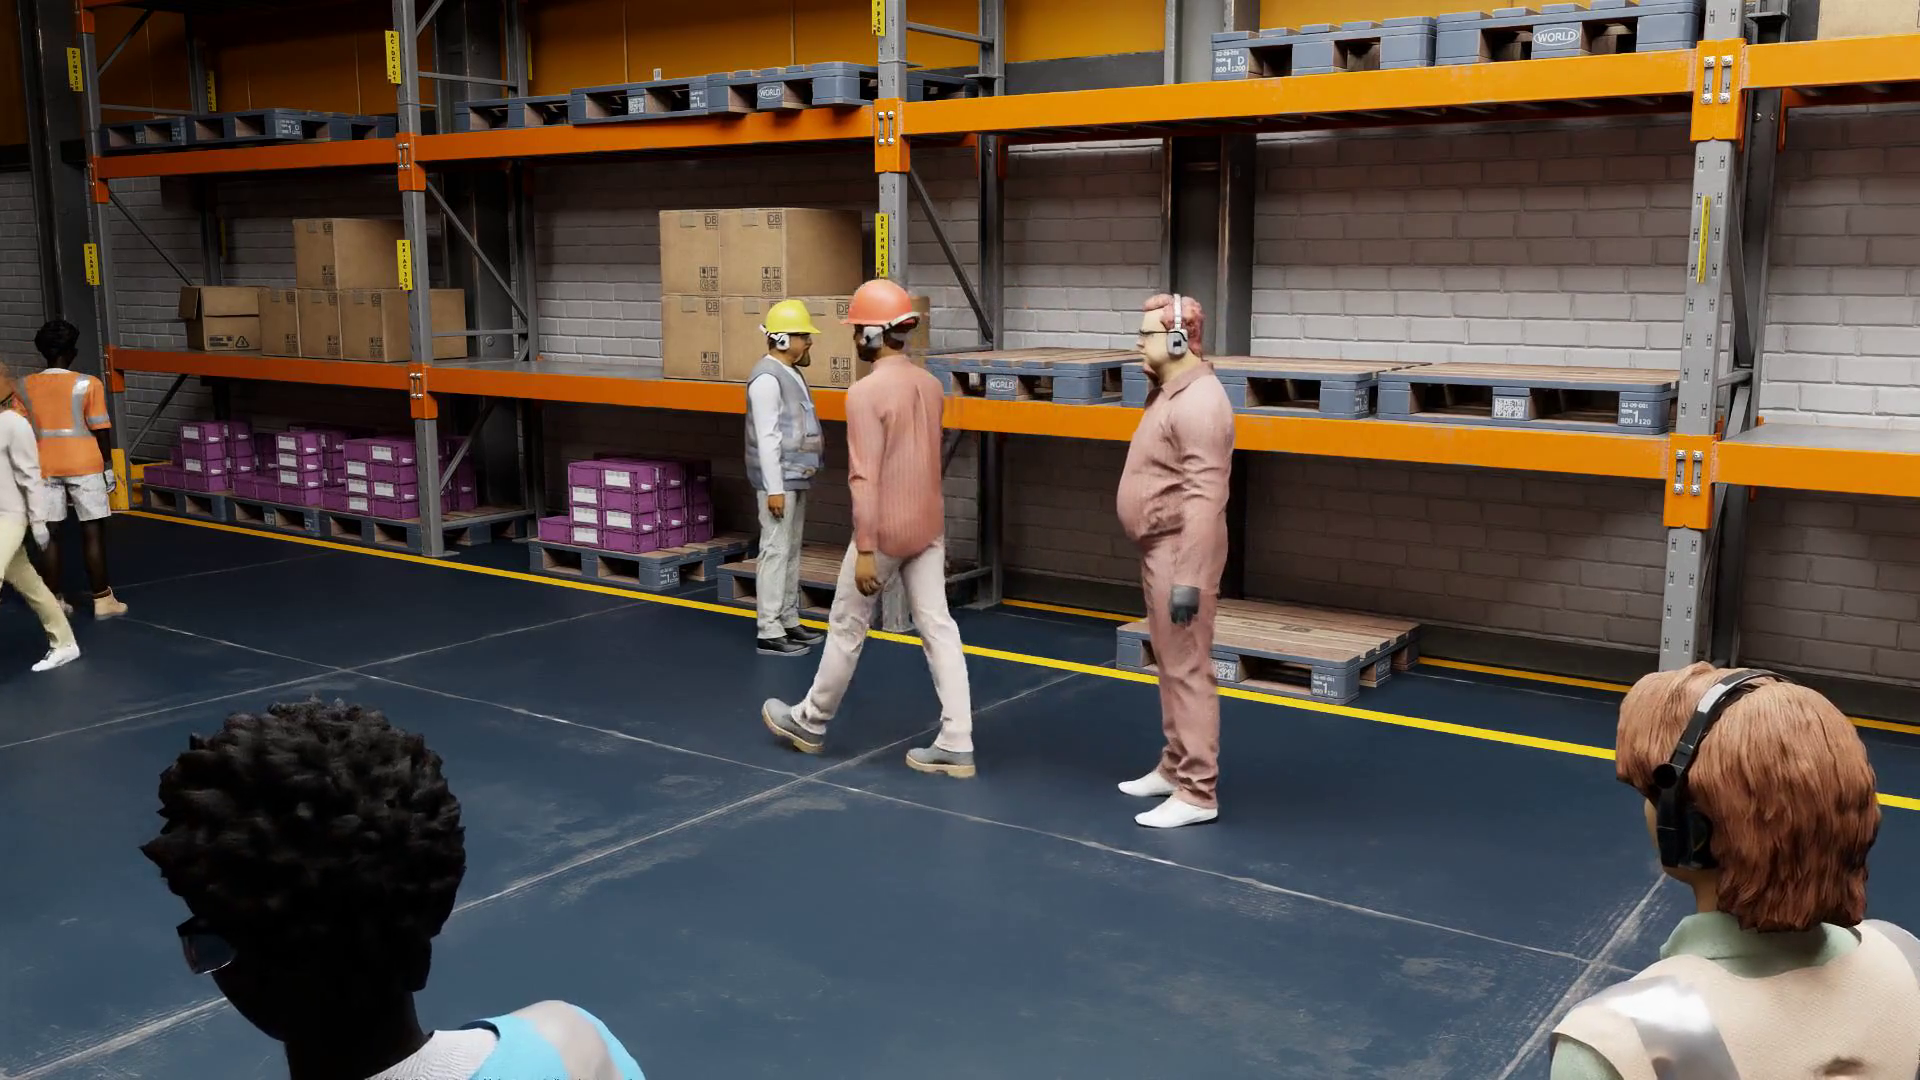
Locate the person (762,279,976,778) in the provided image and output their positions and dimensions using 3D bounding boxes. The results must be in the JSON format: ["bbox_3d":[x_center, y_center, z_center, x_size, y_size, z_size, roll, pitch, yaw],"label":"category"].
[{"bbox_3d":[-0.338,-0.050,6.617,0.998,1.939,0.651,6,12,34],"label":"person"}]

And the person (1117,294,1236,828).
[{"bbox_3d":[0.764,0.074,5.998,0.402,1.906,0.650,0,10,-2],"label":"person"}]

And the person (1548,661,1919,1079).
[{"bbox_3d":[0.755,0.933,1.675,0.523,1.638,0.311,-5,11,-29],"label":"person"}]

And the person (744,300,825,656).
[{"bbox_3d":[-0.898,-0.321,8.608,0.403,1.827,0.595,2,10,9],"label":"person"}]

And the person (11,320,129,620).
[{"bbox_3d":[-5.011,-0.382,9.350,0.533,1.693,0.319,0,10,-2],"label":"person"}]

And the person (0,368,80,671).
[{"bbox_3d":[-4.598,-0.087,7.921,0.500,1.585,0.898,5,11,26],"label":"person"}]

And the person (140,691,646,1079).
[{"bbox_3d":[-0.455,0.958,1.368,0.321,1.692,0.529,5,11,28],"label":"person"}]
